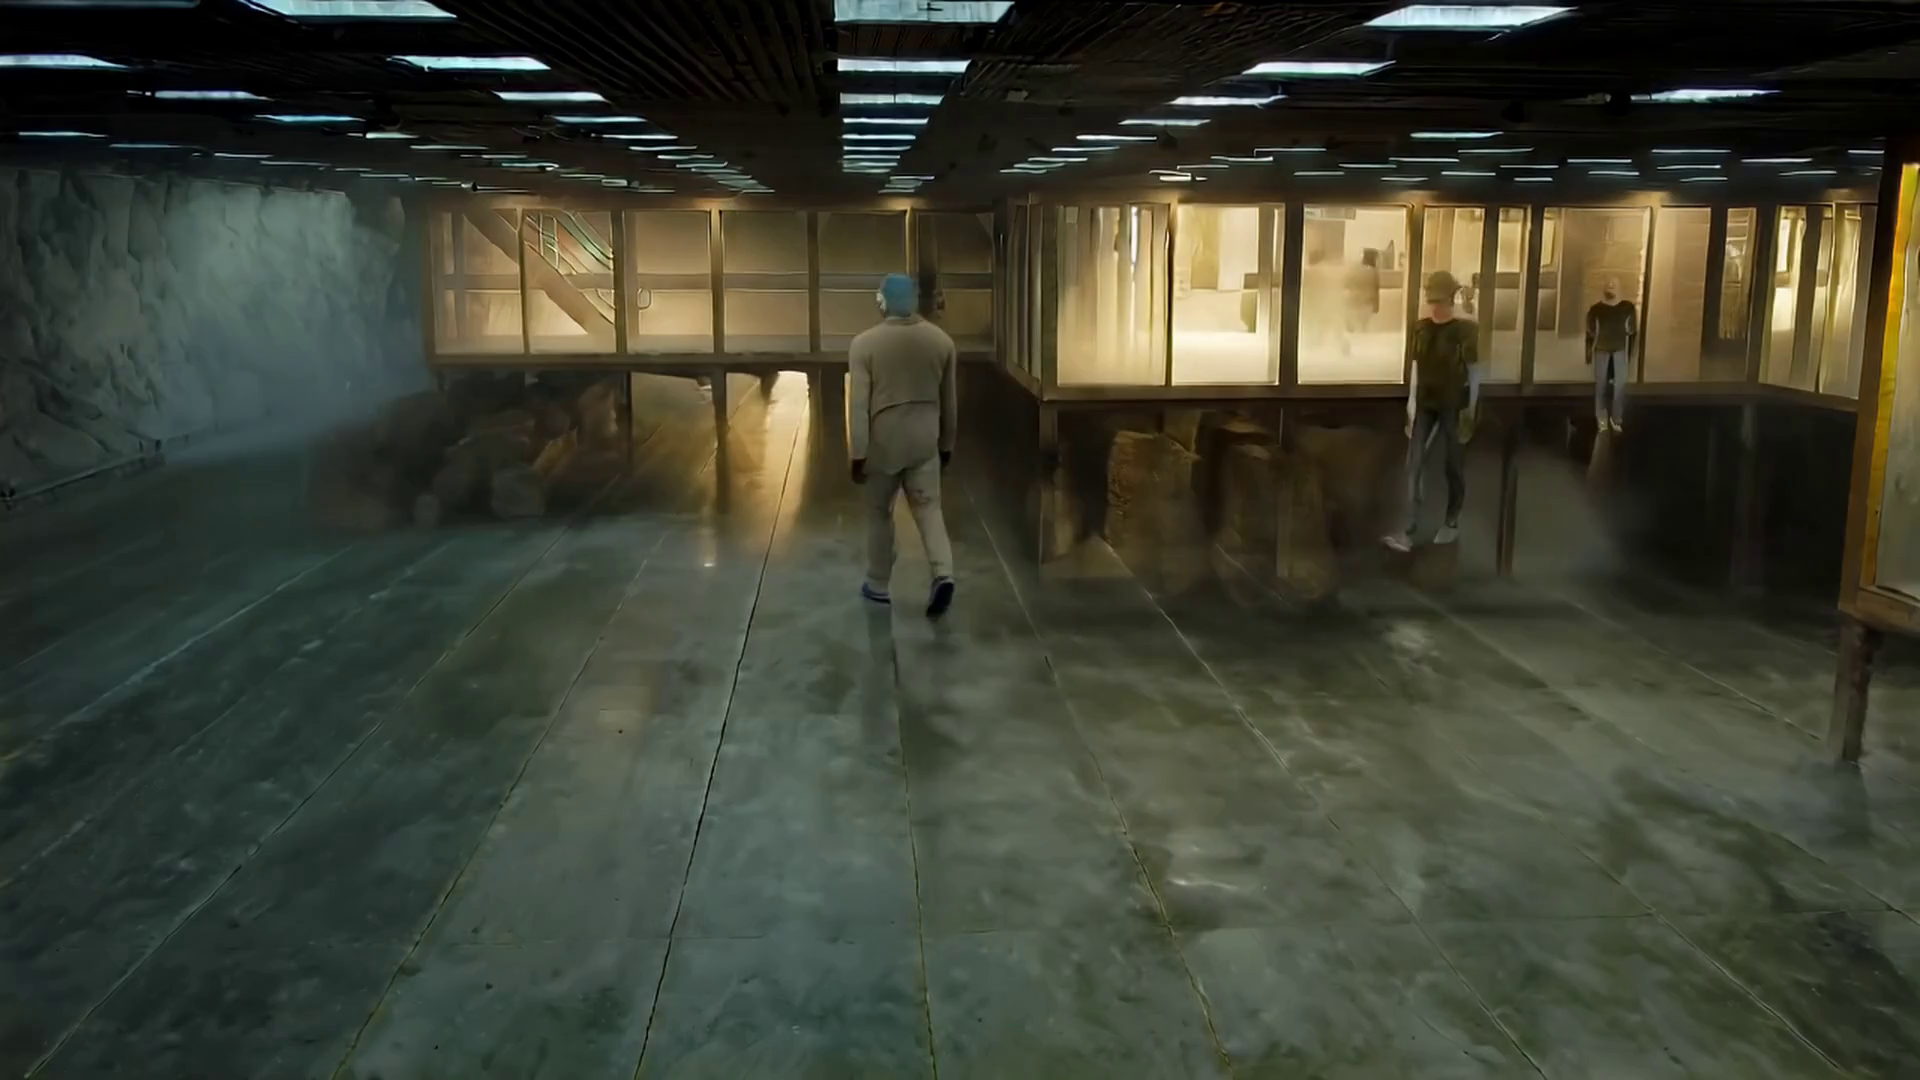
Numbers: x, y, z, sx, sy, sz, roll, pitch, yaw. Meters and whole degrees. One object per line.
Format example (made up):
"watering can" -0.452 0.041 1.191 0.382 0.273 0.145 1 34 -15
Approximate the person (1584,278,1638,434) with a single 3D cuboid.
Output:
"person" 6.724 -1.891 17.188 0.521 1.594 0.778 3 11 16

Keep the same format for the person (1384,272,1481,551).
"person" 3.110 -0.824 10.864 0.554 1.818 0.957 8 13 36

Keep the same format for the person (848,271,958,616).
"person" -0.303 -0.533 9.124 0.646 1.877 0.883 -4 11 -21
